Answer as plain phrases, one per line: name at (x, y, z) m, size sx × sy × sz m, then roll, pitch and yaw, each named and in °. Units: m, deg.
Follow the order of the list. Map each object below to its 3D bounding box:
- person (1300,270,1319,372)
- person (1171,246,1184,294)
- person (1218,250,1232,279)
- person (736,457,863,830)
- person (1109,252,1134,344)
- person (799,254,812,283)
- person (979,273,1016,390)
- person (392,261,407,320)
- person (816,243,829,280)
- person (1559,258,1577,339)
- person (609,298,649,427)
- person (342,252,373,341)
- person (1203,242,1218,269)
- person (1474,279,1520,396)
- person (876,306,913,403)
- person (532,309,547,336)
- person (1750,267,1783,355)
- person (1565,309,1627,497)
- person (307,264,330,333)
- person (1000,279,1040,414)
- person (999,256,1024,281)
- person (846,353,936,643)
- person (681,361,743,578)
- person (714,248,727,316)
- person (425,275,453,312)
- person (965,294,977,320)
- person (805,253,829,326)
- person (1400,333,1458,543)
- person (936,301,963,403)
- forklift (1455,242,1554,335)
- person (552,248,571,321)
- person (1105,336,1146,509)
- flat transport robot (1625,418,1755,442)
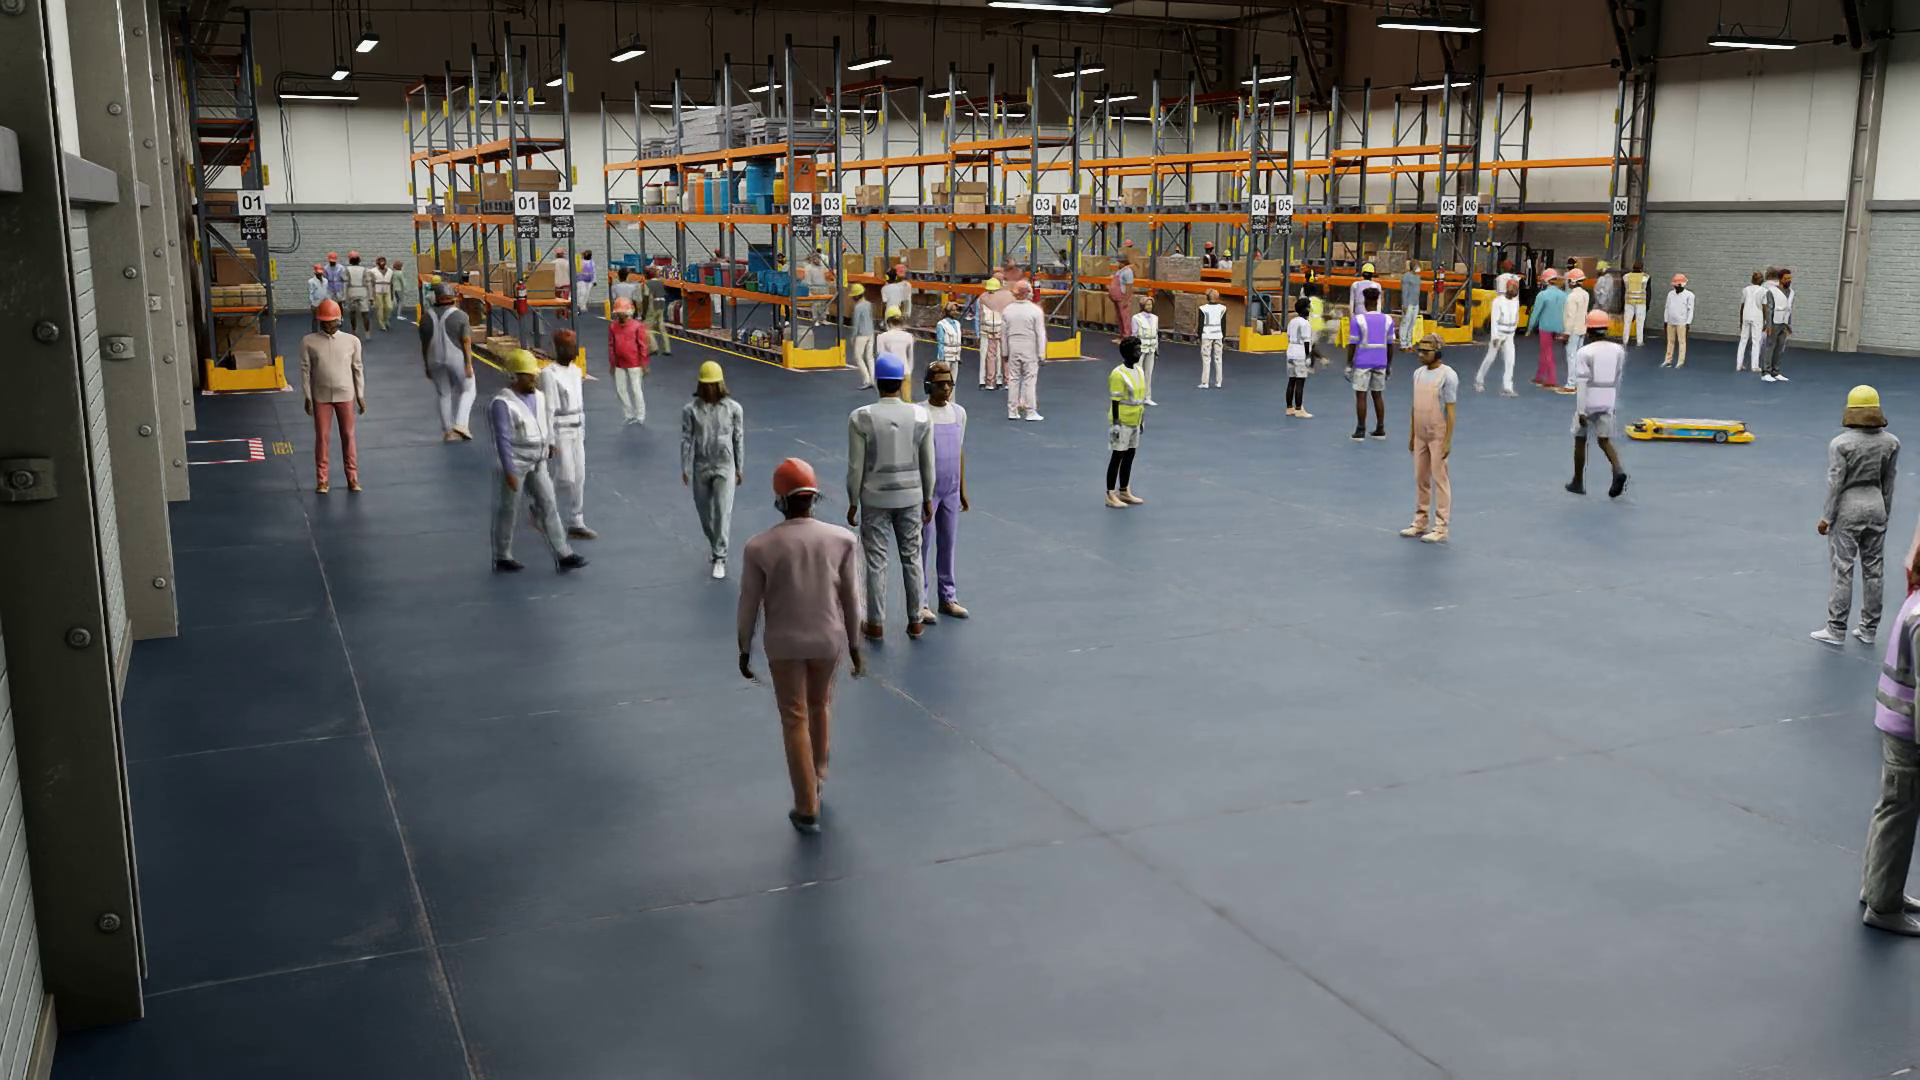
person at (6.301, -3.965, 30.161) m, size 0.331 × 1.860 × 0.503 m, roll -1°, pitch 11°, yaw -3°
person at (7.549, -9.312, 57.585) m, size 0.562 × 1.752 × 0.324 m, roll 5°, pitch 12°, yaw 23°
person at (8.019, -7.841, 50.083) m, size 0.532 × 1.768 × 0.311 m, roll -5°, pitch 12°, yaw -23°
person at (-0.790, 0.464, 7.960) m, size 0.587 × 1.726 × 0.789 m, roll -5°, pitch 12°, yaw -22°
person at (3.532, -5.320, 36.567) m, size 0.536 × 2.000 × 0.688 m, roll -2°, pitch 11°, yaw -12°
person at (-4.723, -8.029, 51.423) m, size 0.455 × 1.606 × 0.534 m, roll 8°, pitch 14°, yaw 36°
person at (0.625, -3.390, 27.110) m, size 0.652 × 1.904 × 0.402 m, roll 0°, pitch 11°, yaw -1°
person at (-15.111, -6.722, 44.814) m, size 0.573 × 1.604 × 0.511 m, roll 10°, pitch 15°, yaw 40°
person at (-4.479, -8.460, 52.856) m, size 0.606 × 1.913 × 0.558 m, roll -3°, pitch 12°, yaw -15°
person at (13.954, -5.504, 37.983) m, size 0.327 × 1.861 × 0.498 m, roll -7°, pitch 13°, yaw -31°
person at (-4.476, -2.396, 22.536) m, size 0.639 × 1.724 × 0.359 m, roll 4°, pitch 12°, yaw 20°
person at (-13.714, -5.532, 37.803) m, size 0.670 × 1.973 × 1.073 m, roll -5°, pitch 12°, yaw -25°
person at (7.198, -7.610, 48.201) m, size 0.371 × 2.044 × 0.607 m, roll 9°, pitch 14°, yaw 39°
person at (8.601, -3.240, 26.528) m, size 0.606 × 1.839 × 0.920 m, roll -4°, pitch 12°, yaw -20°
person at (-0.830, -2.069, 20.878) m, size 0.535 × 1.706 × 0.946 m, roll -6°, pitch 12°, yaw -27°
person at (-9.991, -5.622, 39.190) m, size 0.376 × 1.617 × 0.544 m, roll -5°, pitch 12°, yaw -23°
person at (16.210, -4.553, 33.274) m, size 0.522 × 1.817 × 0.920 m, roll -1°, pitch 11°, yaw -4°
person at (6.487, -1.373, 16.854) m, size 0.546 × 1.915 × 0.774 m, roll -2°, pitch 11°, yaw -9°
person at (-14.234, -5.265, 37.027) m, size 0.340 × 1.748 × 0.563 m, roll 5°, pitch 12°, yaw 24°
person at (0.922, -2.828, 24.174) m, size 0.649 × 1.949 × 1.038 m, roll 6°, pitch 12°, yaw 26°
person at (1.201, -5.836, 39.661) m, size 0.637 × 1.865 × 0.986 m, roll -4°, pitch 12°, yaw -18°
person at (-0.466, -0.279, 11.184) m, size 0.616 × 1.945 × 0.398 m, roll -3°, pitch 12°, yaw -16°
person at (-1.983, -0.600, 13.408) m, size 0.493 × 1.714 × 0.783 m, roll 0°, pitch 11°, yaw -1°
person at (-6.757, -7.231, 46.681) m, size 0.353 × 1.884 × 0.578 m, roll 1°, pitch 11°, yaw 5°
person at (-9.575, -4.009, 30.667) m, size 0.496 × 1.742 × 0.306 m, roll -3°, pitch 11°, yaw -14°
person at (0.364, -6.893, 44.852) m, size 0.594 × 1.924 × 0.382 m, roll -10°, pitch 15°, yaw -42°
person at (-3.653, -6.371, 42.376) m, size 0.677 × 1.860 × 0.552 m, roll -8°, pitch 13°, yaw -34°
person at (4.141, -0.901, 14.636) m, size 0.339 × 1.838 × 0.505 m, roll -6°, pitch 13°, yaw -27°
person at (-0.150, -2.536, 23.440) m, size 0.310 × 1.642 × 0.514 m, roll 7°, pitch 13°, yaw 32°
forklift at (13.047, -6.049, 39.881) m, size 2.313 × 2.155 × 1.214 m, roll -5°, pitch 12°, yaw -23°
person at (-10.731, -6.869, 44.756) m, size 0.661 × 1.935 × 0.998 m, roll -4°, pitch 12°, yaw -20°
person at (1.631, -1.153, 16.280) m, size 0.320 × 1.691 × 0.534 m, roll 8°, pitch 14°, yaw 35°
flat transport robot at (9.303, -1.412, 21.219) m, size 1.431 × 0.197 × 0.652 m, roll 3°, pitch 11°, yaw 12°
